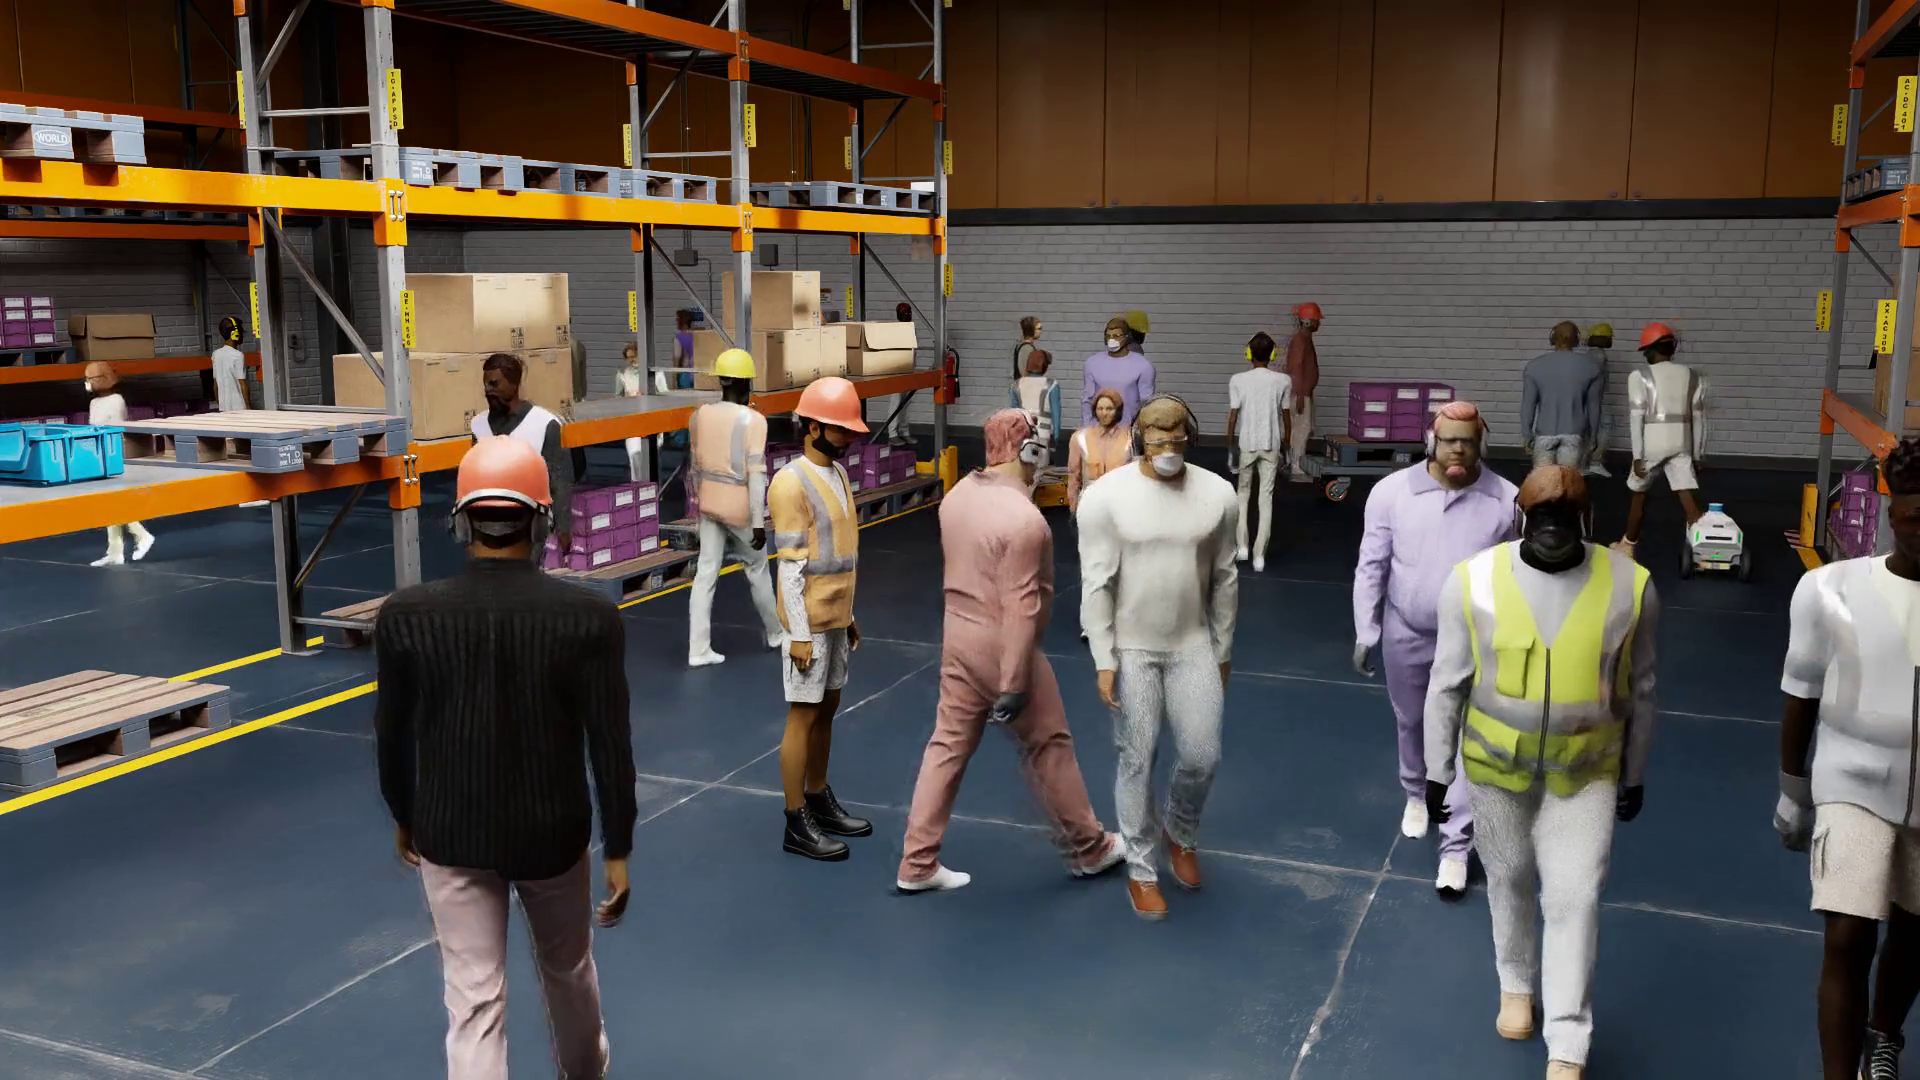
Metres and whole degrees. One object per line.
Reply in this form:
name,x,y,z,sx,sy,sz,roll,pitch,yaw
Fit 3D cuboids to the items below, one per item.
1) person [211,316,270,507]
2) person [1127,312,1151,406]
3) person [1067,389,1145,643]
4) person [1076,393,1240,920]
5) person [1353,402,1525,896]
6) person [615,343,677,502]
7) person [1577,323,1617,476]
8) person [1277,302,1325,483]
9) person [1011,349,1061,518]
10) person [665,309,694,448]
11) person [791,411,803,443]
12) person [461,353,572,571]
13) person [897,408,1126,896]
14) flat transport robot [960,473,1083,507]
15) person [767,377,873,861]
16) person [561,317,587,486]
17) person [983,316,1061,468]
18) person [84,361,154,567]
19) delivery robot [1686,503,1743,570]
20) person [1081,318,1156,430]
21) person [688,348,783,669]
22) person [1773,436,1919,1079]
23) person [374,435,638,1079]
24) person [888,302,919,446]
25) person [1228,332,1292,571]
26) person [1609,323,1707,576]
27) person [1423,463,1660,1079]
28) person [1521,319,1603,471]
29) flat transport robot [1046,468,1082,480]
person,-7.110,-1.255,16.366,0.507,1.872,0.329,6,11,31
person,1.946,-1.575,18.336,0.861,1.862,0.601,4,10,21
person,0.936,-0.158,10.530,0.538,1.585,0.851,2,10,10
person,0.736,0.419,6.064,0.632,1.918,0.442,-2,10,-10
person,1.886,0.375,6.561,0.646,1.850,1.024,3,10,19
person,-3.107,-1.131,16.413,0.637,1.587,0.823,0,9,2
person,7.189,-1.566,18.662,0.519,1.724,0.518,0,9,2
person,3.725,-1.609,18.182,0.488,1.976,0.641,3,10,17
person,0.638,-0.943,15.255,0.547,1.608,0.664,7,12,36
person,-3.462,-2.057,21.381,0.792,1.819,0.576,3,10,19
person,-1.630,-1.602,18.466,0.547,1.889,1.022,5,11,30
person,-2.534,-0.088,9.264,0.618,1.875,0.946,5,11,28
person,0.200,0.423,6.301,0.998,1.839,0.623,-6,11,-32
flat transport robot,0.616,-0.525,16.770,0.652,0.197,1.431,-6,11,-31
person,-0.543,0.307,6.713,0.371,1.931,0.543,3,10,18
person,-4.024,-1.377,16.775,0.404,1.987,0.608,7,11,35
person,0.709,-1.652,18.975,0.913,1.812,0.526,-2,10,-14
person,-6.690,-0.594,13.089,0.531,1.620,0.370,8,12,40
delivery robot,5.747,-0.037,12.677,0.477,0.478,0.707,3,10,19
person,1.306,-0.875,13.853,0.628,1.940,0.378,4,10,22
person,-1.331,-0.203,9.962,0.609,1.870,0.974,6,11,31
person,2.473,0.700,4.320,0.635,1.921,0.940,4,10,22
person,-1.144,0.703,4.250,0.633,1.944,1.013,-2,10,-10
person,-0.758,-2.195,22.016,0.337,1.882,0.585,7,12,35
person,2.367,-0.709,13.137,0.506,1.840,0.796,1,9,9
person,5.519,-0.715,12.958,0.629,1.939,1.234,-1,9,-4
person,1.668,0.686,4.814,0.646,1.796,0.936,3,10,19
person,5.032,-0.881,13.942,0.632,1.918,0.446,3,10,20
flat transport robot,1.355,-0.650,17.531,1.431,0.197,0.652,-6,11,-31
